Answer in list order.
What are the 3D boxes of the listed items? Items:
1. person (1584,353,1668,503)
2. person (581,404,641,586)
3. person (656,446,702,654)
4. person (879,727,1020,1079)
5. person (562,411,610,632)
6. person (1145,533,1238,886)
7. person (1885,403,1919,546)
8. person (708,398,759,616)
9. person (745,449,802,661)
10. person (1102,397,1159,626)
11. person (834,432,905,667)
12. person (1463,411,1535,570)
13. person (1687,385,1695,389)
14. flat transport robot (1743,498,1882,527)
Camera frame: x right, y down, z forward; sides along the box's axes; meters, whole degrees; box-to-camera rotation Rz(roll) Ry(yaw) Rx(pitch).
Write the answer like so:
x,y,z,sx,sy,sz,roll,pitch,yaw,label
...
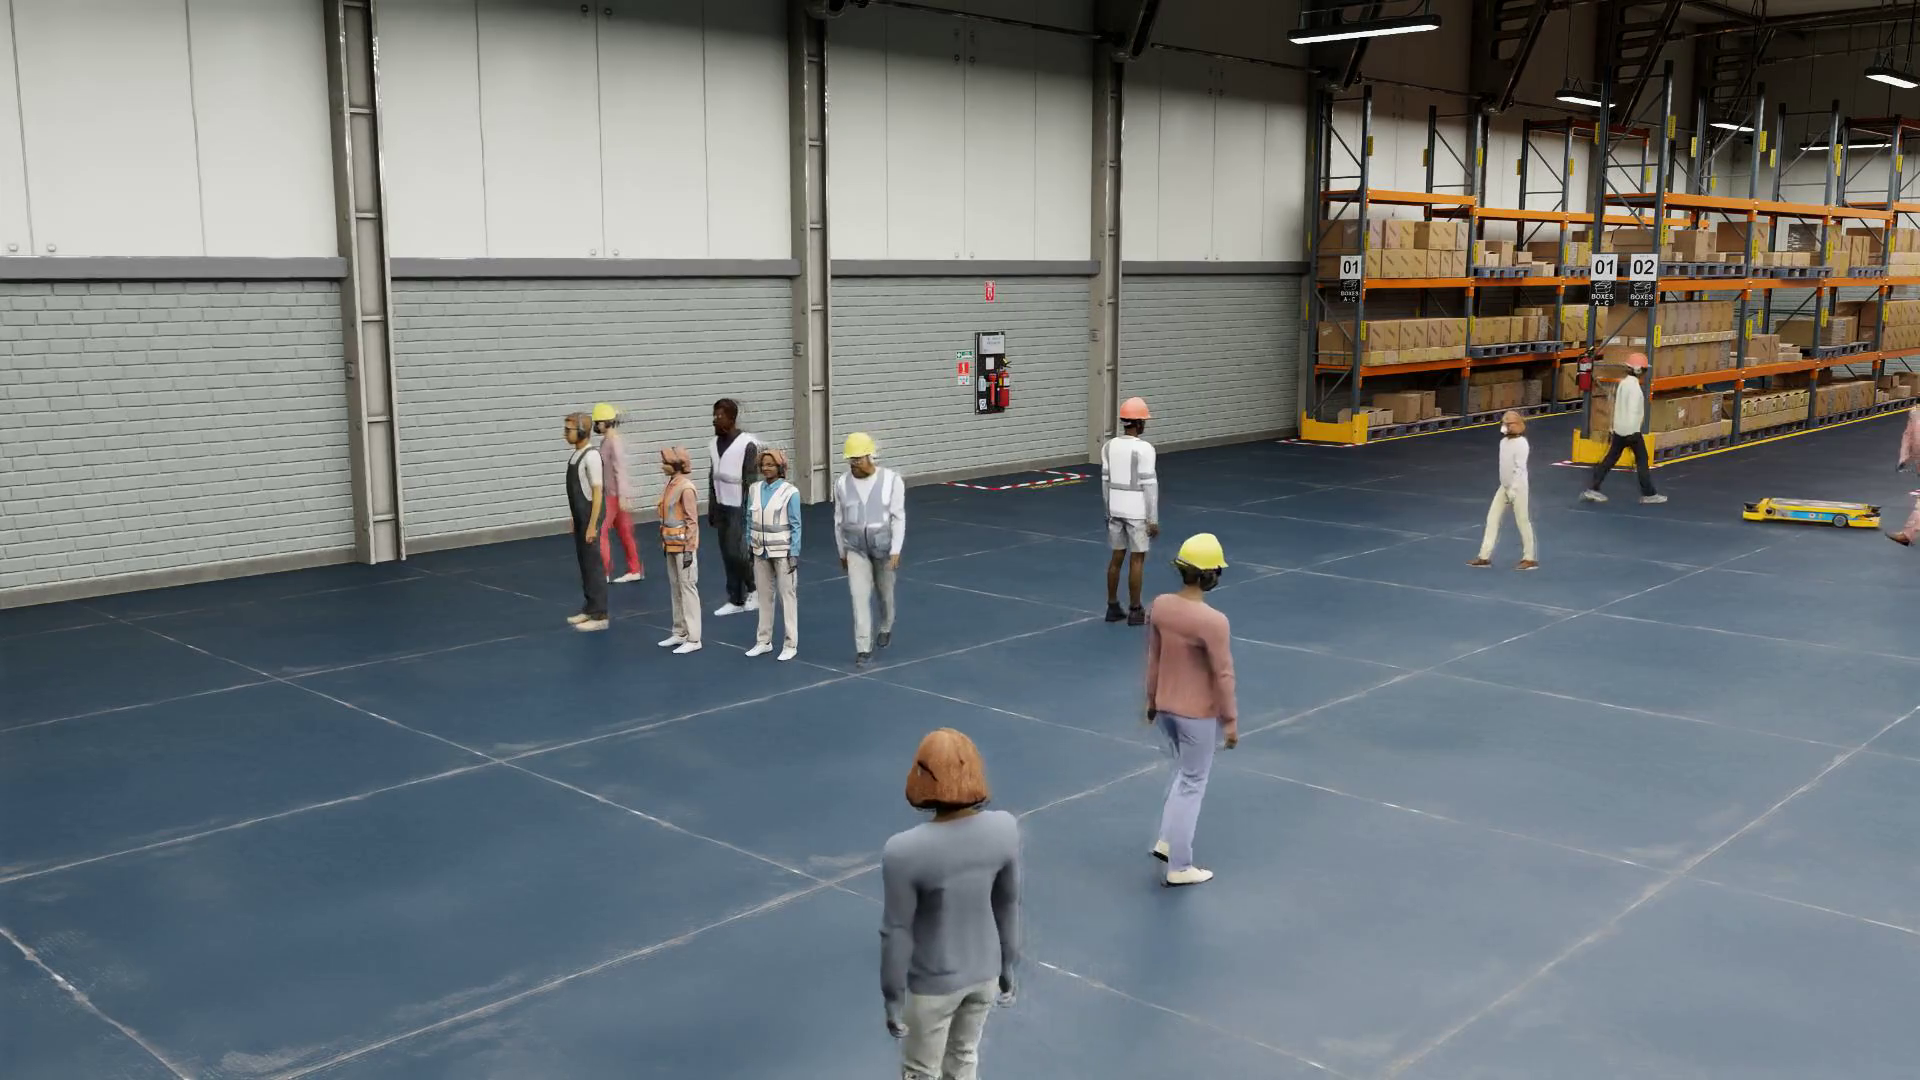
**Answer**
x,y,z,sx,sy,sz,roll,pitch,yaw,label
8.584,-1.440,21.421,1.018,1.948,0.615,0,9,2,person
-3.383,-0.421,15.830,0.725,1.737,0.546,-4,10,-22,person
-2.214,0.074,13.128,0.307,1.636,0.525,-5,11,-29,person
0.000,1.390,5.180,0.503,1.616,0.605,-6,11,-31,person
-3.134,-0.159,13.916,0.326,1.843,0.515,-5,10,-27,person
1.147,0.832,8.146,0.389,1.750,0.554,-6,11,-31,person
10.516,-0.848,18.119,1.049,1.849,0.626,-1,9,-8,person
-1.982,-0.281,14.461,0.443,1.906,0.620,-9,13,-44,person
-1.443,0.110,12.887,0.514,1.645,0.309,6,11,31,person
1.463,-0.239,14.125,0.373,1.935,0.565,-9,13,-42,person
-0.692,0.035,12.944,0.581,1.786,0.924,1,9,6,person
5.438,-0.481,16.625,0.784,1.600,0.511,-2,10,-15,person
13.514,-2.985,31.038,0.565,1.891,0.985,9,13,43,person
10.144,-0.339,19.799,1.431,0.197,0.652,5,11,30,flat transport robot
